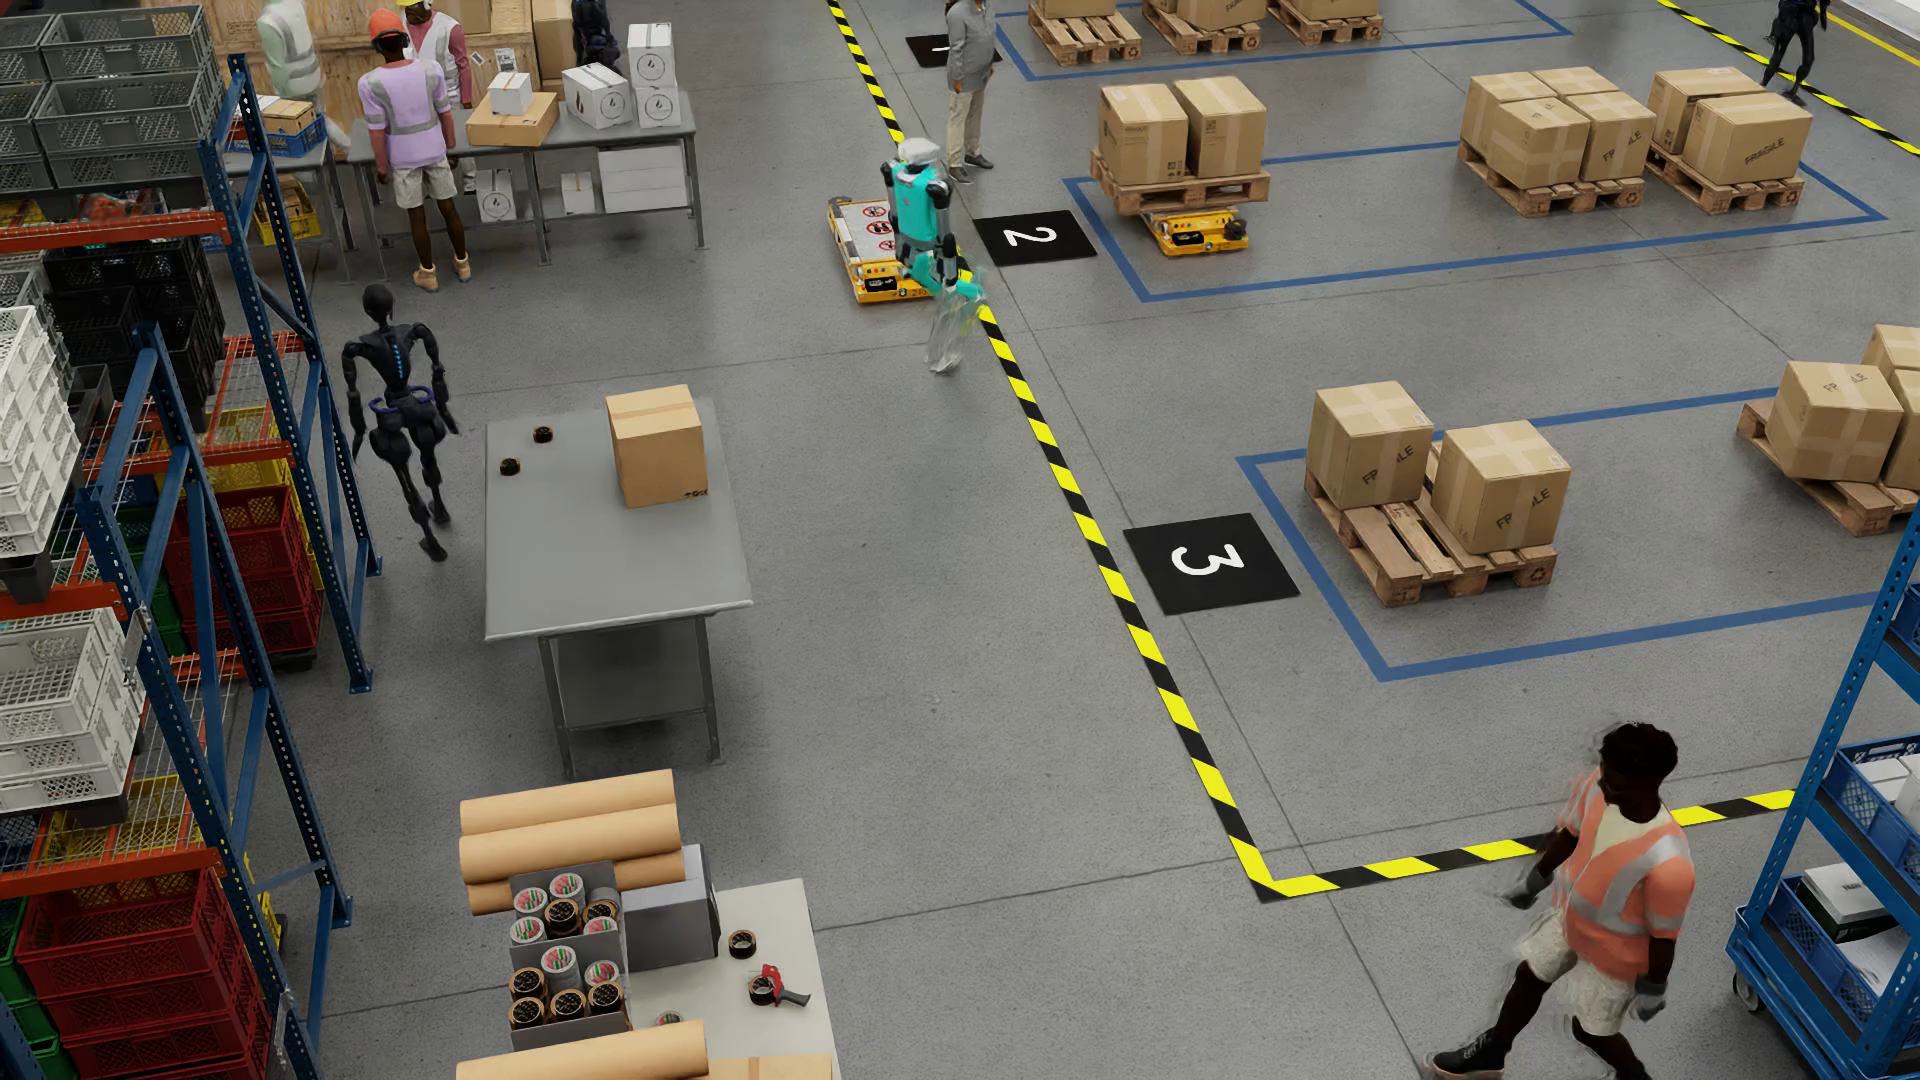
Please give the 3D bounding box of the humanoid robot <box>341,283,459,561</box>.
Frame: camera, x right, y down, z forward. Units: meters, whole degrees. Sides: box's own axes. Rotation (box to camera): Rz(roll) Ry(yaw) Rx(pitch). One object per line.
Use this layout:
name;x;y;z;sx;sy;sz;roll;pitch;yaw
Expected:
humanoid robot;-3.132;-0.674;9.290;0.596;1.642;0.580;-25;43;-29

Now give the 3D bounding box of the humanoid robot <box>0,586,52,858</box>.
humanoid robot;-4.350;0.926;7.122;0.900;1.811;0.545;-17;40;-22

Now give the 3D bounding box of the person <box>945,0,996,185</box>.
person;0.090;-3.775;13.376;0.407;1.760;0.564;21;41;26

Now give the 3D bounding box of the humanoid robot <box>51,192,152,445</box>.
humanoid robot;-5.081;-1.315;10.007;0.531;1.690;0.738;-5;37;-6

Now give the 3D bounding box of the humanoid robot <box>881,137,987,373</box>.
humanoid robot;-0.098;-1.811;10.790;0.555;1.813;0.787;29;45;33

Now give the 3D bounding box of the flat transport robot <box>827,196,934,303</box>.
flat transport robot;-0.570;-2.220;12.538;0.659;0.231;1.431;-8;37;-10

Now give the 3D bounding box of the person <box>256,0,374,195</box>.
person;-5.151;-3.605;13.007;0.707;1.927;0.619;7;37;9

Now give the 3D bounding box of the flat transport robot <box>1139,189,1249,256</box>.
flat transport robot;1.725;-2.669;13.118;0.652;0.197;1.431;-8;37;-10

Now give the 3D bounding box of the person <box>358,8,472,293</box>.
person;-3.848;-2.727;11.744;0.604;2.033;0.391;-22;42;-27

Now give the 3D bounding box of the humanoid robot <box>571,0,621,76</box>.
humanoid robot;-2.971;-3.929;13.655;0.350;1.646;0.595;-27;44;-31

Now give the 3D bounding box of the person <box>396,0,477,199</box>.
person;-4.073;-3.462;12.896;0.599;1.829;0.404;6;37;8

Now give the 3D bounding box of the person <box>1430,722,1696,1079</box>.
person;2.335;1.456;6.214;0.851;1.920;0.659;-3;37;-4

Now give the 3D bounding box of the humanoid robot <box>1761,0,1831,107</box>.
humanoid robot;7.369;-4.597;14.564;0.608;1.630;0.549;-16;39;-20

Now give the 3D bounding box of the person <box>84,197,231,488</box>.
person;-4.784;-1.148;9.783;0.937;1.832;0.663;15;39;19
